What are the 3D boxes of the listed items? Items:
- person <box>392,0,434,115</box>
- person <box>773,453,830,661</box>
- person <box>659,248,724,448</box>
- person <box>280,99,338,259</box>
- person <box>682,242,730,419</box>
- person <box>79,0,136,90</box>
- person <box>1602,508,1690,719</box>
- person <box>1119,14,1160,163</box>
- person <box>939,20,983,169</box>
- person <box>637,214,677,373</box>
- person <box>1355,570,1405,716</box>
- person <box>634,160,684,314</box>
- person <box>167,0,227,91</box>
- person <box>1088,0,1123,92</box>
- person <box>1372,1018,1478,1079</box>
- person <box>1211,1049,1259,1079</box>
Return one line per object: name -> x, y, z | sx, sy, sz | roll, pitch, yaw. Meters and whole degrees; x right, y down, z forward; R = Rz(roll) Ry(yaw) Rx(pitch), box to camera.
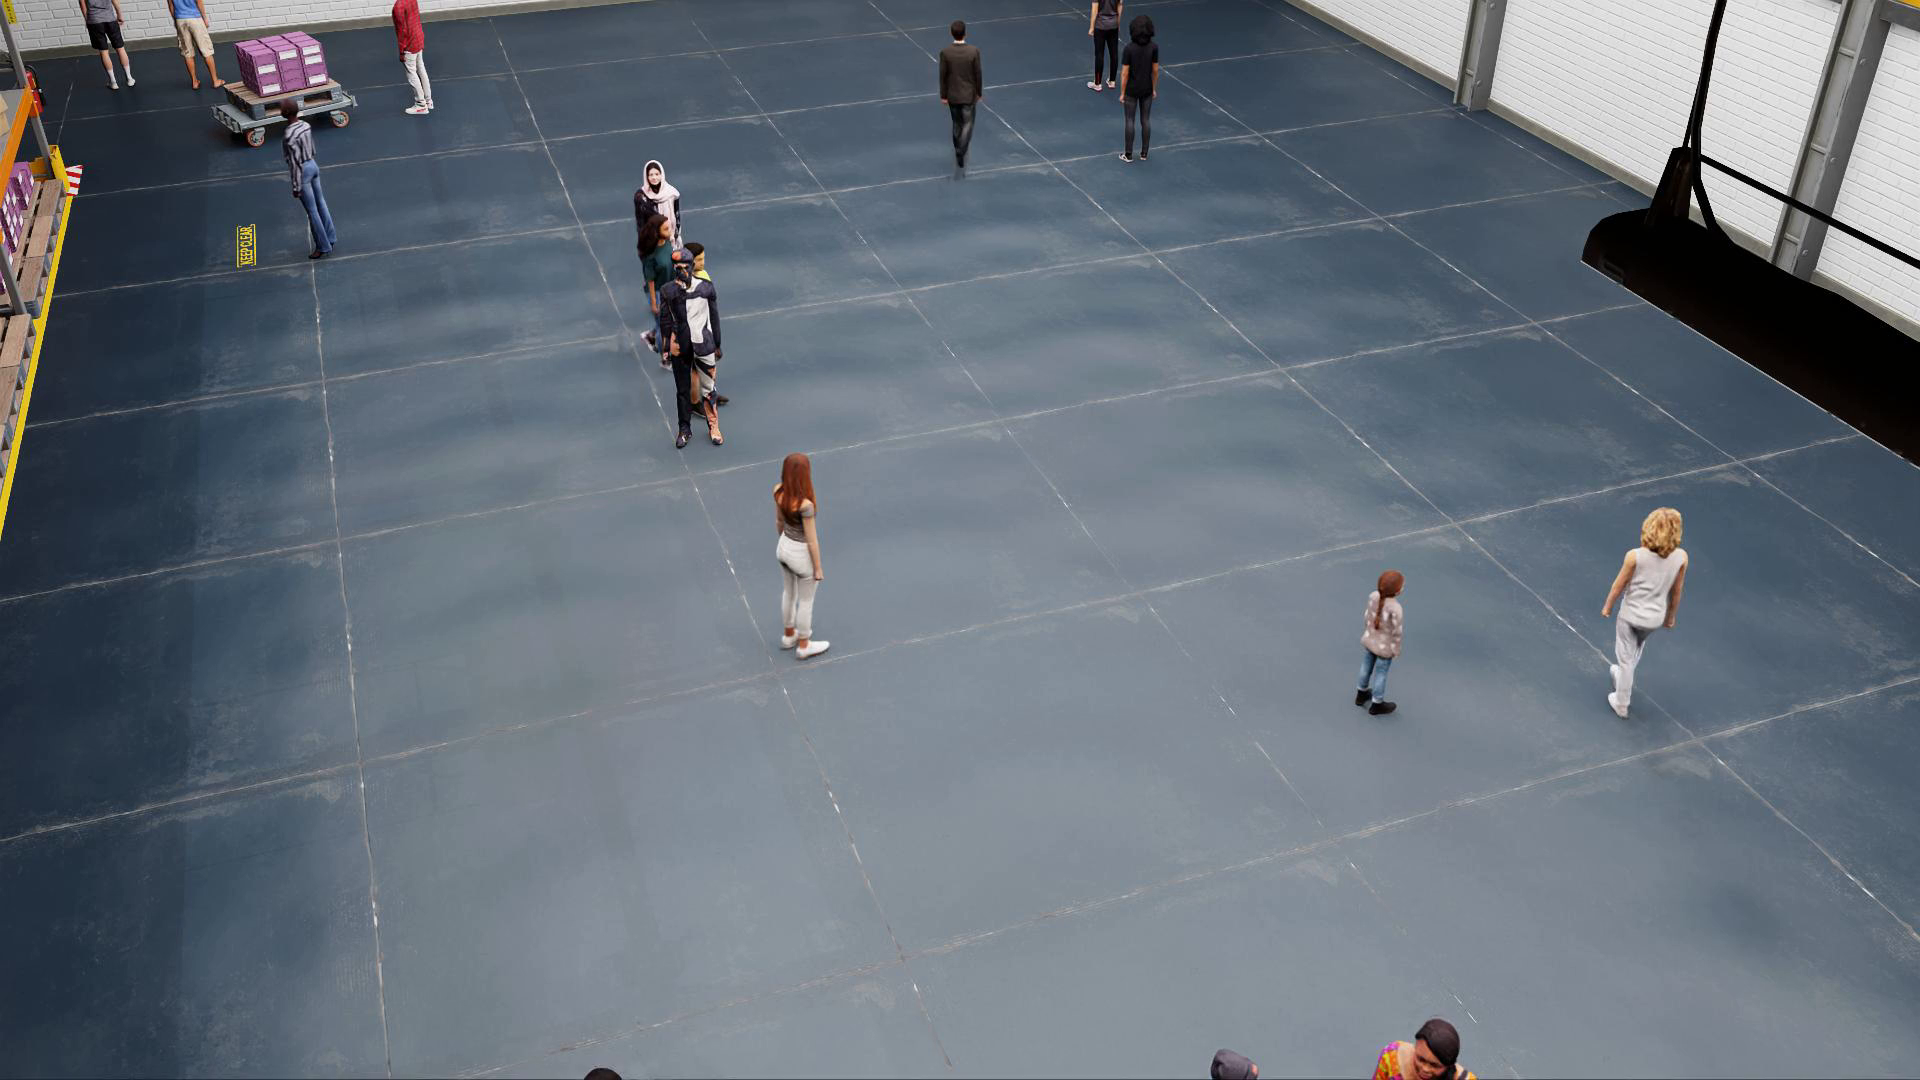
person -> -7.382, -6.679, 22.369 | 0.817, 1.820, 0.705 | 7, 34, 10
person -> -1.205, 0.121, 12.232 | 0.722, 1.717, 0.596 | -29, 43, -36
person -> -2.387, -1.726, 14.854 | 0.741, 1.891, 0.667 | -4, 34, -6
person -> -7.211, -3.997, 18.356 | 0.754, 1.796, 0.615 | 3, 34, 4
person -> -2.433, -1.968, 15.383 | 0.747, 1.707, 0.675 | 13, 36, 18
person -> -11.955, -7.251, 23.184 | 0.712, 1.871, 0.643 | -21, 39, -28
person -> 4.795, 0.586, 11.662 | 0.706, 1.574, 0.714 | 0, 34, 0
person -> 2.238, -5.650, 20.807 | 0.657, 1.836, 0.570 | -7, 34, -10
person -> 0.012, -5.499, 20.627 | 0.950, 1.783, 1.096 | 4, 34, 6
person -> -2.970, -2.413, 16.153 | 0.874, 1.597, 0.798 | 20, 38, 27
person -> 2.987, 0.713, 11.815 | 0.583, 1.194, 0.459 | -19, 38, -27
person -> -3.109, -3.151, 17.227 | 0.615, 1.638, 0.603 | -12, 36, -18
person -> -10.745, -7.244, 23.181 | 0.684, 1.863, 0.611 | -5, 34, -8
person -> 2.037, -7.158, 23.140 | 0.643, 1.765, 0.560 | -14, 36, -20
person -> 2.201, 2.909, 8.069 | 0.777, 1.683, 0.842 | 17, 37, 23
person -> 1.193, 3.019, 7.804 | 0.750, 1.794, 0.631 | 4, 34, 6
